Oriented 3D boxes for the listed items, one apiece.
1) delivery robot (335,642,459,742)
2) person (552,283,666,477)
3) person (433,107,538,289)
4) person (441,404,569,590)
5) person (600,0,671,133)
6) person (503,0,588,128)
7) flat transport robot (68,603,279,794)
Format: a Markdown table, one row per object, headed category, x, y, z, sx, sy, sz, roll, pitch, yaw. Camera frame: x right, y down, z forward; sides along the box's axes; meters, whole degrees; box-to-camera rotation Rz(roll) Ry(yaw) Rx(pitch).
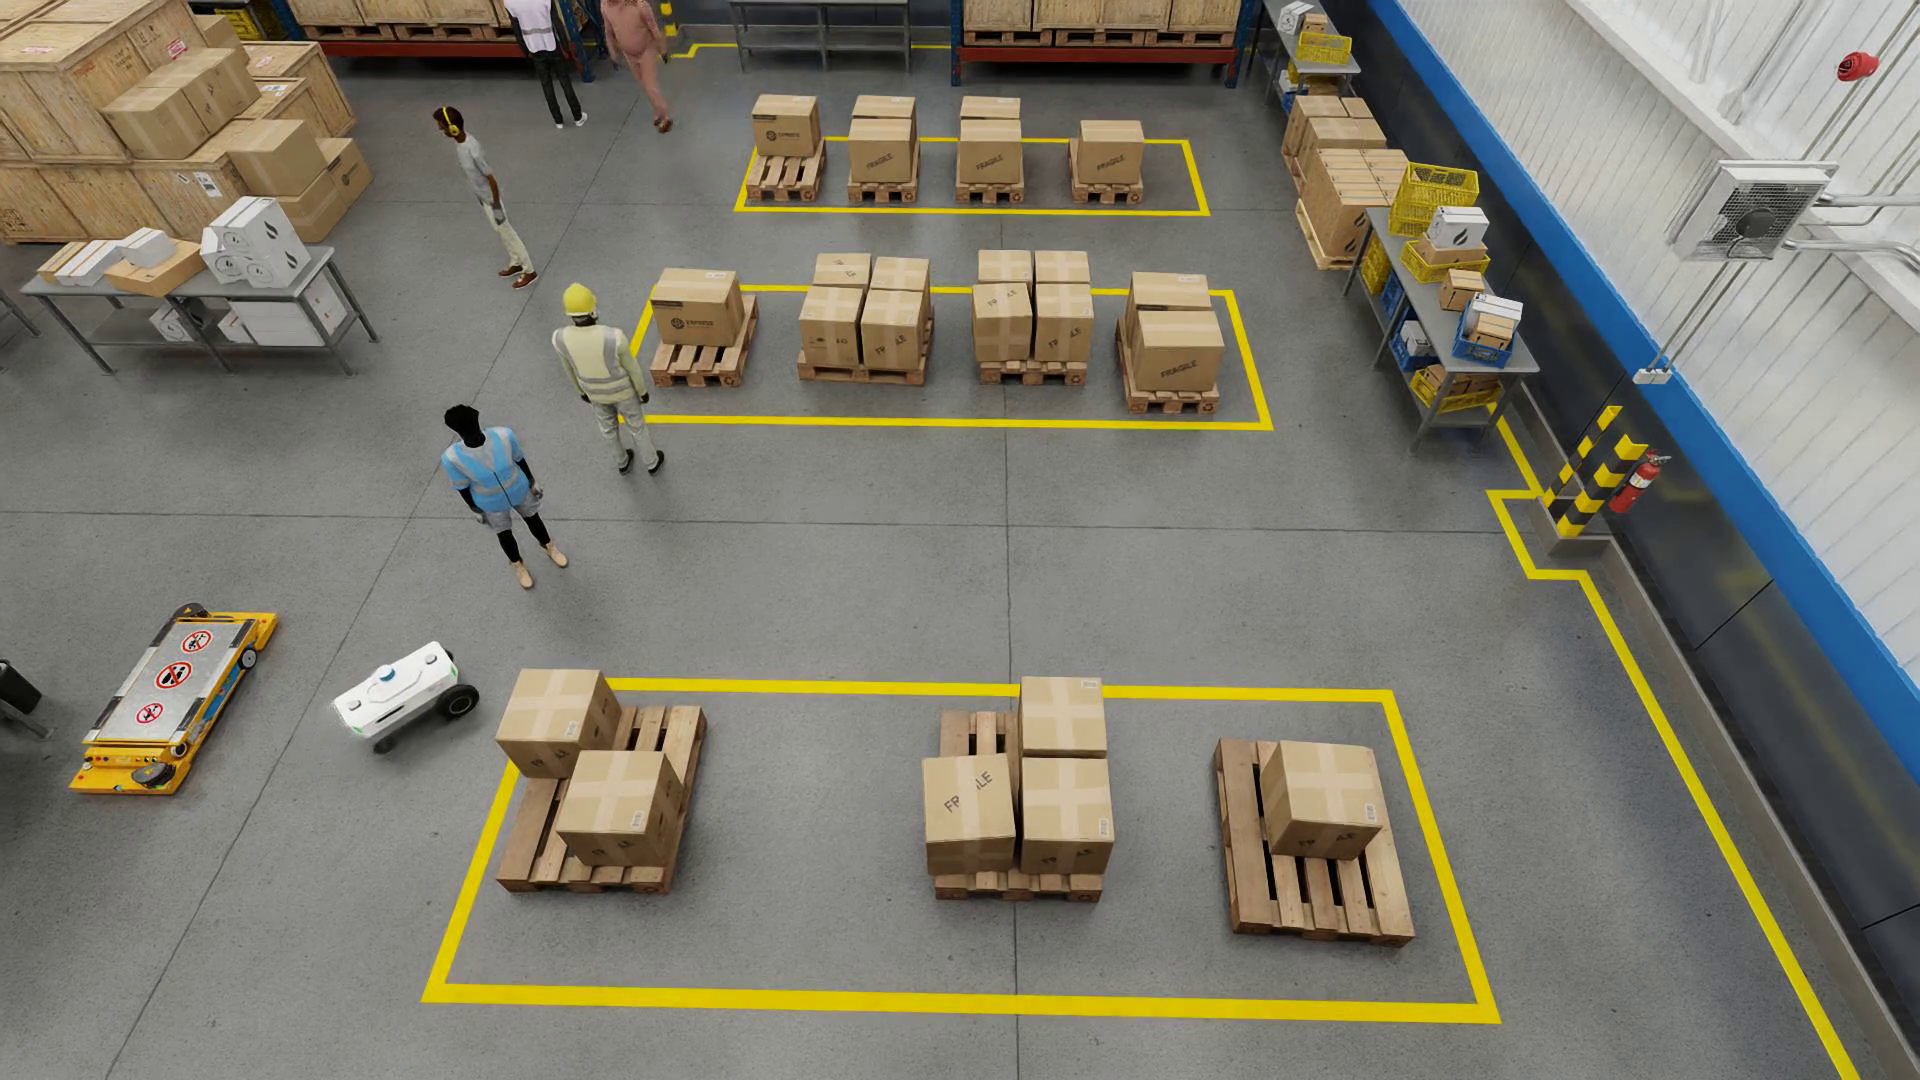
| category | x | y | z | sx | sy | sz | roll | pitch | yaw |
| --- | --- | --- | --- | --- | --- | --- | --- | --- | --- |
| delivery robot | -3.813 | 1.021 | 6.241 | 0.707 | 0.478 | 0.477 | -36 | 58 | -26 |
| person | -2.824 | -1.243 | 7.392 | 0.596 | 1.827 | 0.403 | 2 | 50 | 2 |
| person | -4.743 | -3.414 | 9.205 | 0.331 | 1.860 | 0.513 | -33 | 57 | -25 |
| person | -3.330 | -0.324 | 6.693 | 0.531 | 1.698 | 0.320 | -35 | 58 | -26 |
| person | -4.027 | -6.088 | 11.464 | 0.663 | 1.866 | 0.655 | 11 | 51 | 9 |
| person | -5.206 | -6.169 | 11.497 | 0.598 | 1.917 | 0.378 | -9 | 50 | -8 |
| flat transport robot | -5.504 | 1.072 | 6.442 | 0.652 | 0.197 | 1.431 | 1 | 50 | 1 |
